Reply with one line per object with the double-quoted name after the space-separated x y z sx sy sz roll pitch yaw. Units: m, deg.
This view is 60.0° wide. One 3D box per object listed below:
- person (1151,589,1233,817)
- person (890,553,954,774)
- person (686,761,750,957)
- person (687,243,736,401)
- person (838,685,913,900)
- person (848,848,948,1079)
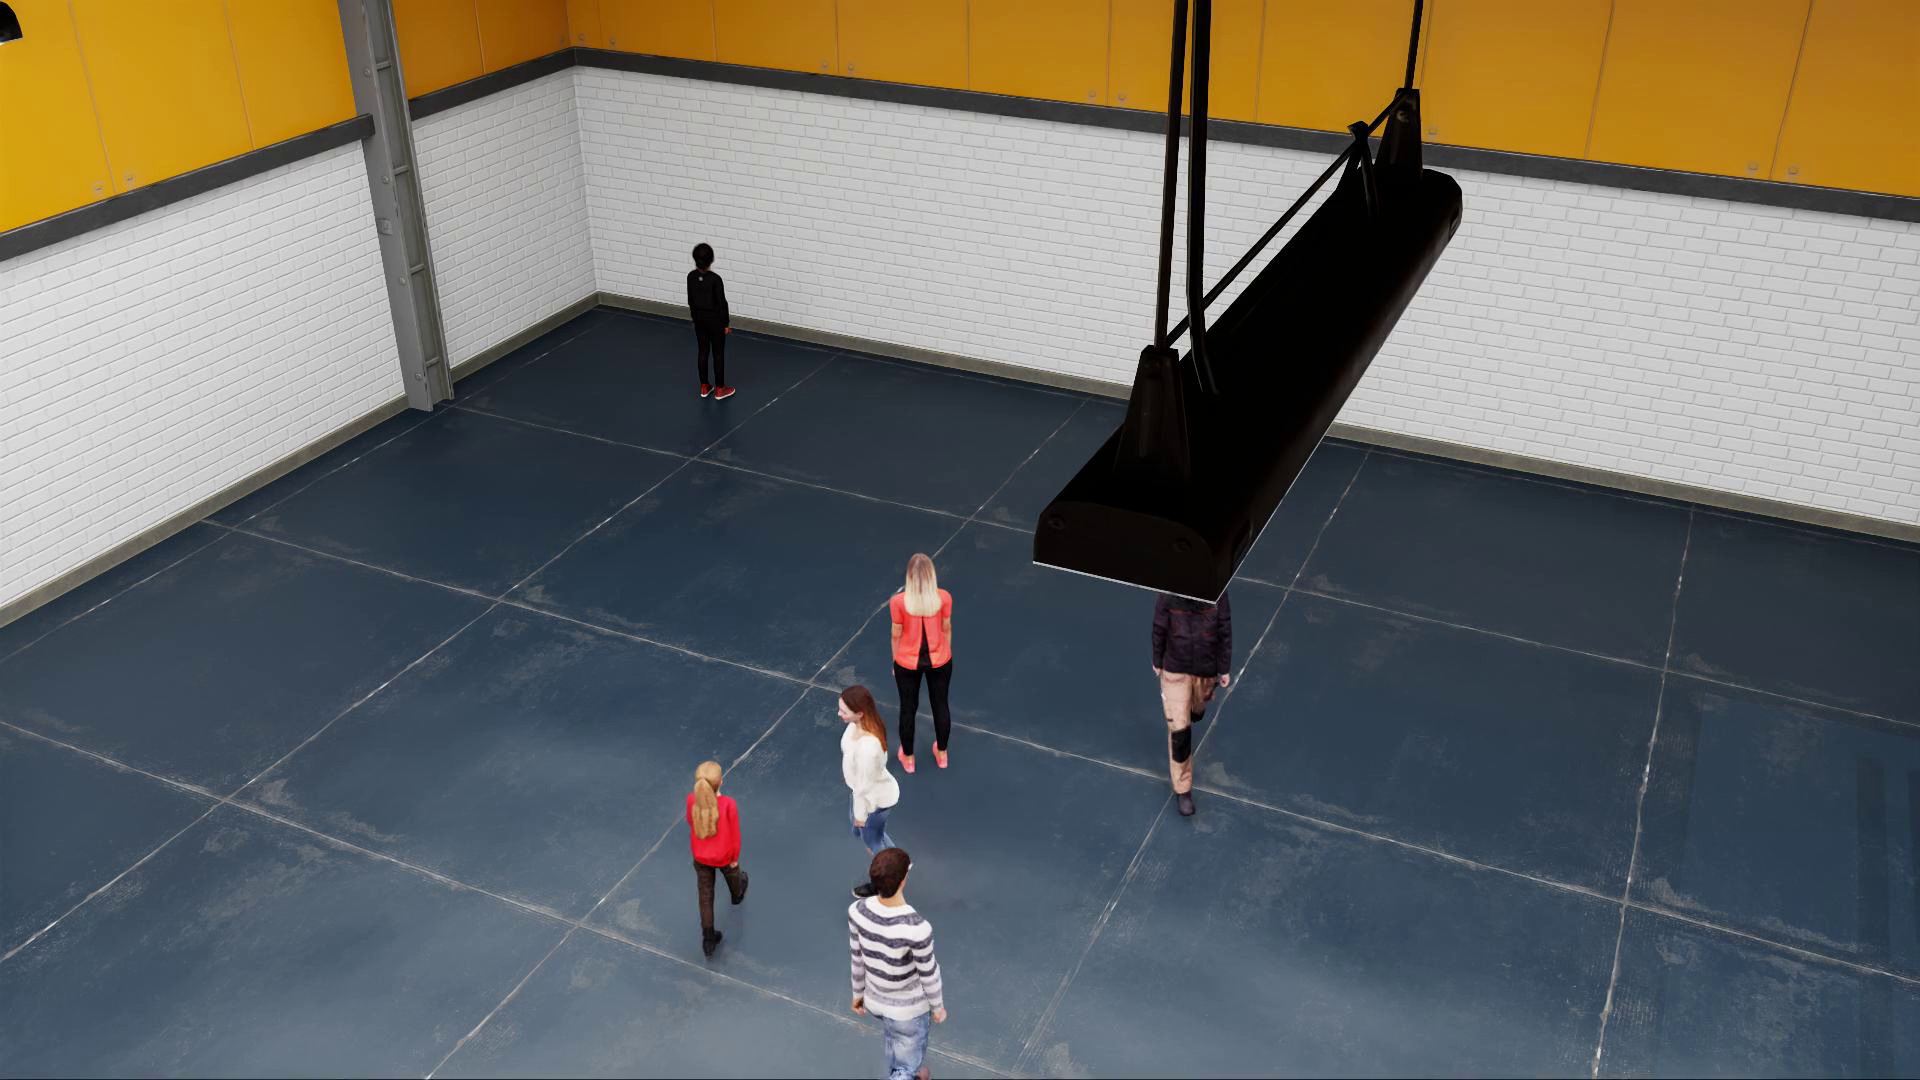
1.568 0.844 11.387 1.133 1.883 1.360 -3 29 -6 "person"
-0.255 0.853 11.566 0.670 1.693 0.693 -3 29 -6 "person"
-1.504 1.934 10.051 0.684 1.247 0.958 4 29 7 "person"
-2.613 -2.284 17.336 0.601 1.675 0.523 11 31 20 "person"
-0.473 1.576 10.265 0.849 1.671 0.777 0 29 1 "person"
-0.374 2.428 8.546 0.792 1.821 1.158 19 34 30 "person"
